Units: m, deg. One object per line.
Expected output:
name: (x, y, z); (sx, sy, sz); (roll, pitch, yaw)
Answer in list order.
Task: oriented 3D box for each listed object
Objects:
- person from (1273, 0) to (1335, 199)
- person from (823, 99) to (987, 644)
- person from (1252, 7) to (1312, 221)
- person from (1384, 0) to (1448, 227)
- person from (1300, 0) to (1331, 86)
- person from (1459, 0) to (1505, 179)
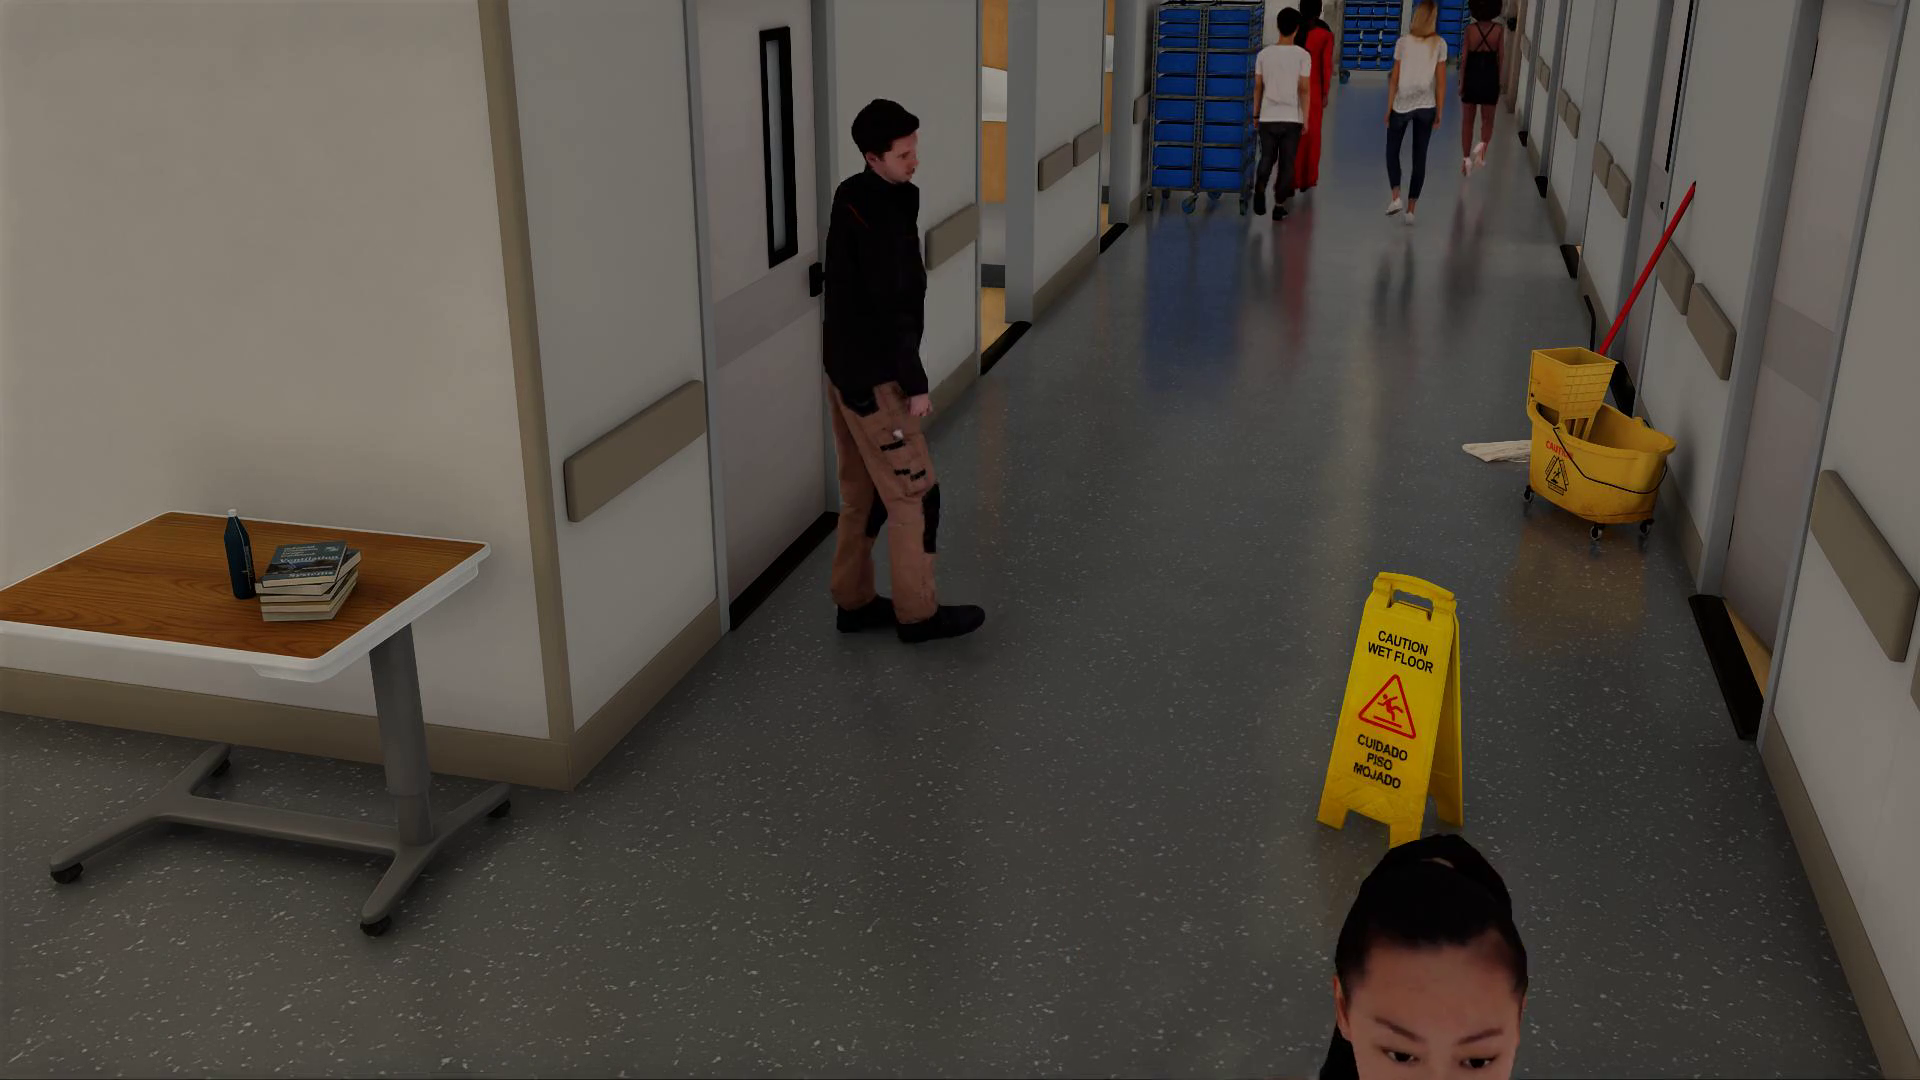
person: (3.008, -3.875, 14.725); (0.666, 1.744, 1.136); (7, 22, 18)
person: (-0.283, -0.557, 5.748); (0.950, 1.896, 0.882); (-12, 24, -29)
person: (2.624, -3.484, 13.700); (0.709, 1.708, 0.817); (10, 23, 25)
person: (3.714, -3.474, 13.588); (0.647, 1.800, 0.611); (3, 21, 8)
person: (3.567, -4.770, 17.144); (0.590, 1.704, 0.497); (5, 21, 12)
person: (4.951, -4.297, 15.799); (0.564, 1.772, 0.933); (6, 22, 15)
